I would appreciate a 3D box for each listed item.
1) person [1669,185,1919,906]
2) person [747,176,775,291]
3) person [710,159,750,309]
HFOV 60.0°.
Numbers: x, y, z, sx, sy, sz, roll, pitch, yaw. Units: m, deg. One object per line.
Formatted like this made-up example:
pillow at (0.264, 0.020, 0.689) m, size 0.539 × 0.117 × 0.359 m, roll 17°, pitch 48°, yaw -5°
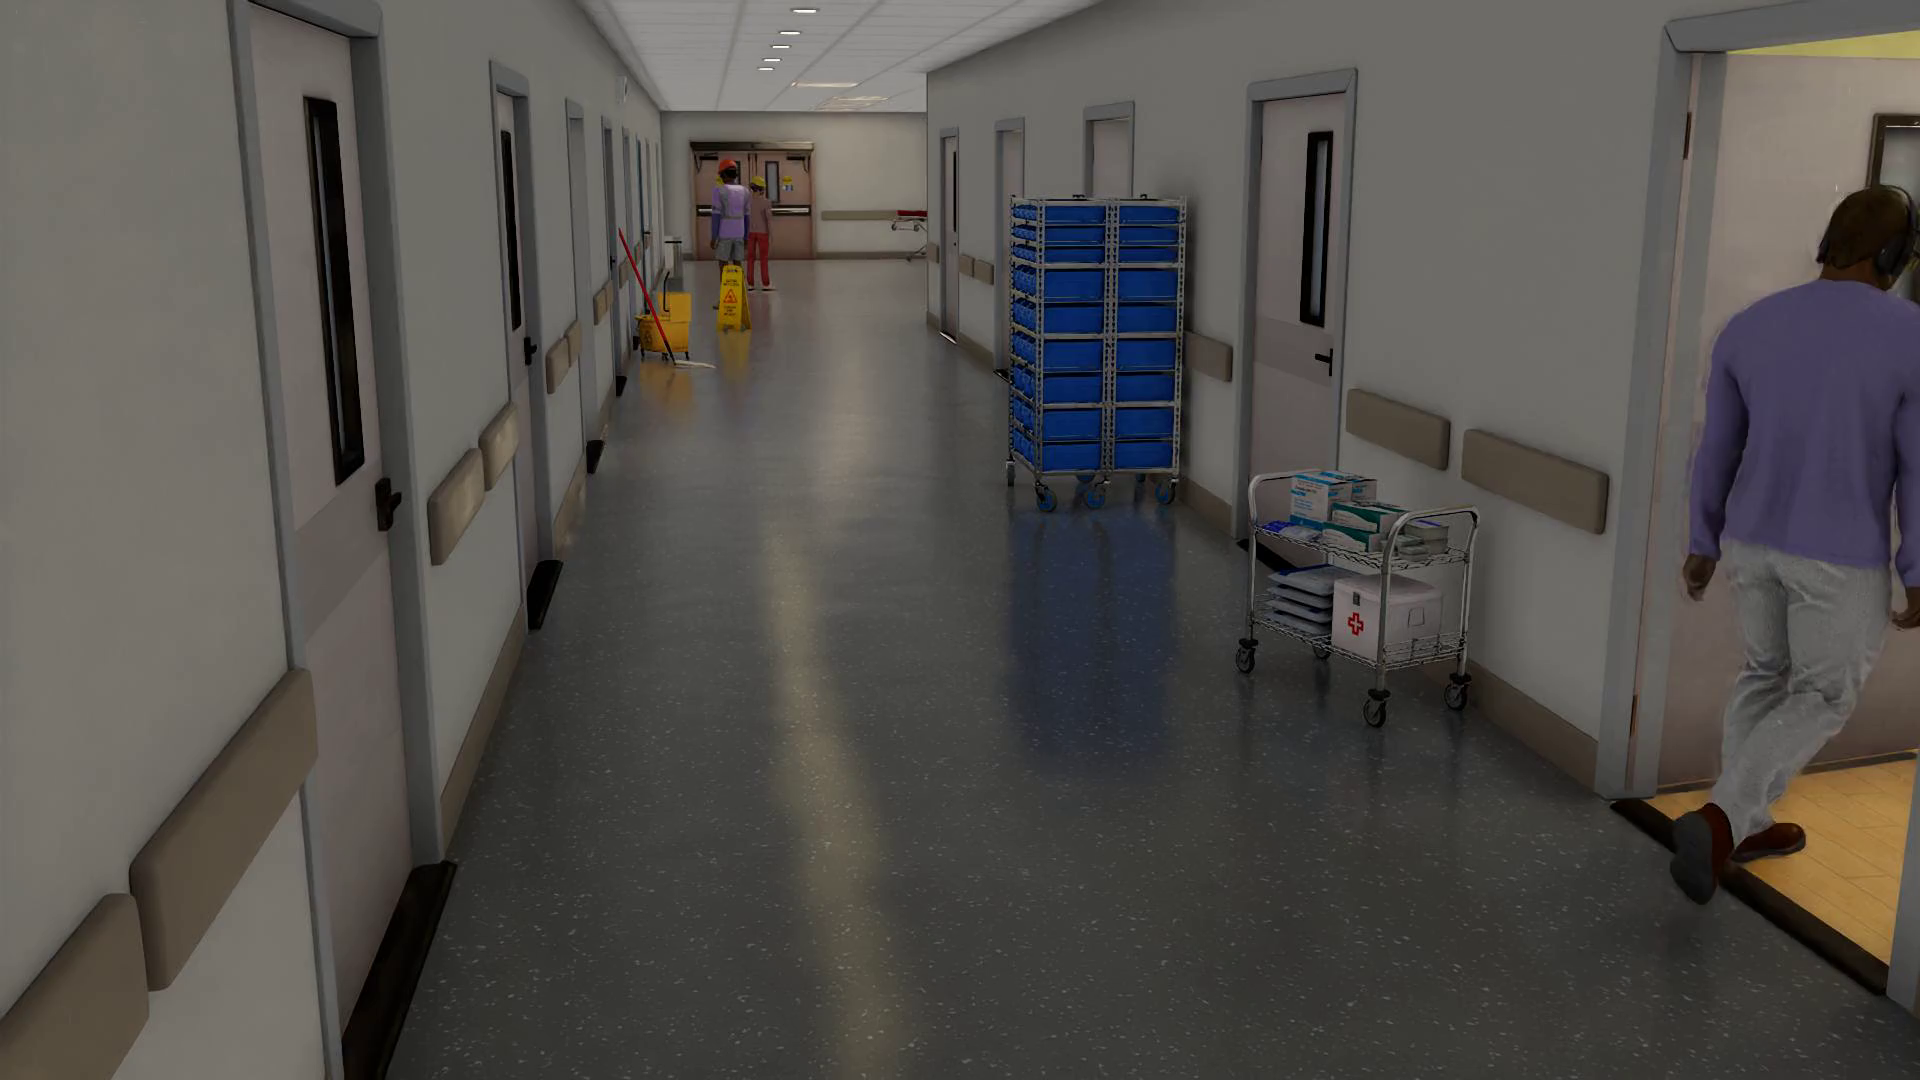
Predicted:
person at (2.136, 0.043, 4.307) m, size 0.754 × 1.892 × 0.639 m, roll -7°, pitch 15°, yaw -30°
person at (-3.156, -4.782, 26.004) m, size 0.528 × 1.765 × 0.327 m, roll 5°, pitch 13°, yaw 20°
person at (-3.133, -4.148, 22.613) m, size 0.611 × 2.028 × 0.409 m, roll -12°, pitch 17°, yaw -43°
